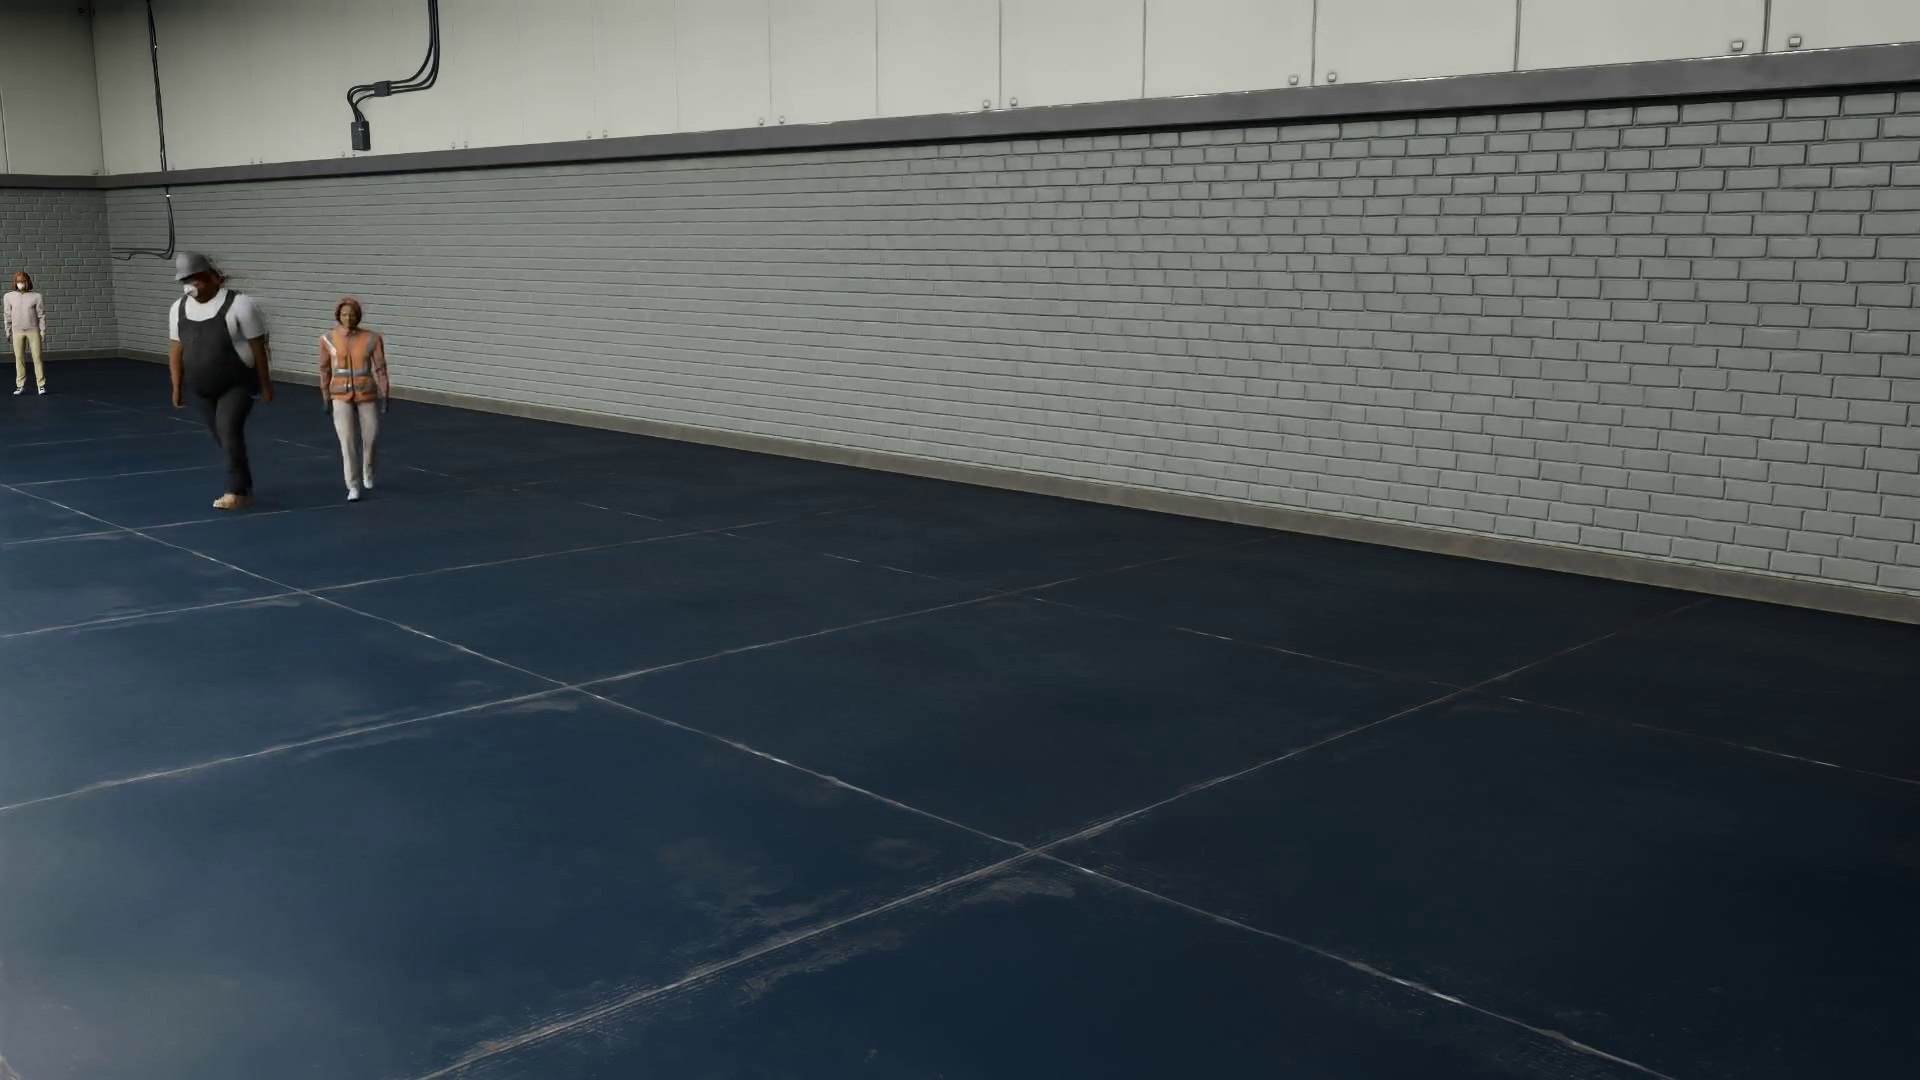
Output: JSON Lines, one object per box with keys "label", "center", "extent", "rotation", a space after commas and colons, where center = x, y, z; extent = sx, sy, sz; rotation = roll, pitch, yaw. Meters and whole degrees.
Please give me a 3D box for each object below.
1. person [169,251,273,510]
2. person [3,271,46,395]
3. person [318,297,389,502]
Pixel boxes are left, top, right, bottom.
{"label": "person", "center": [-5.712, -1.221, 12.800], "extent": [0.704, 2.000, 0.855], "rotation": [2, 11, 11]}
{"label": "person", "center": [-12.453, -2.759, 22.177], "extent": [0.499, 1.635, 0.287], "rotation": [-3, 11, -18]}
{"label": "person", "center": [-4.909, -1.159, 13.500], "extent": [0.525, 1.614, 0.683], "rotation": [-4, 11, -19]}
